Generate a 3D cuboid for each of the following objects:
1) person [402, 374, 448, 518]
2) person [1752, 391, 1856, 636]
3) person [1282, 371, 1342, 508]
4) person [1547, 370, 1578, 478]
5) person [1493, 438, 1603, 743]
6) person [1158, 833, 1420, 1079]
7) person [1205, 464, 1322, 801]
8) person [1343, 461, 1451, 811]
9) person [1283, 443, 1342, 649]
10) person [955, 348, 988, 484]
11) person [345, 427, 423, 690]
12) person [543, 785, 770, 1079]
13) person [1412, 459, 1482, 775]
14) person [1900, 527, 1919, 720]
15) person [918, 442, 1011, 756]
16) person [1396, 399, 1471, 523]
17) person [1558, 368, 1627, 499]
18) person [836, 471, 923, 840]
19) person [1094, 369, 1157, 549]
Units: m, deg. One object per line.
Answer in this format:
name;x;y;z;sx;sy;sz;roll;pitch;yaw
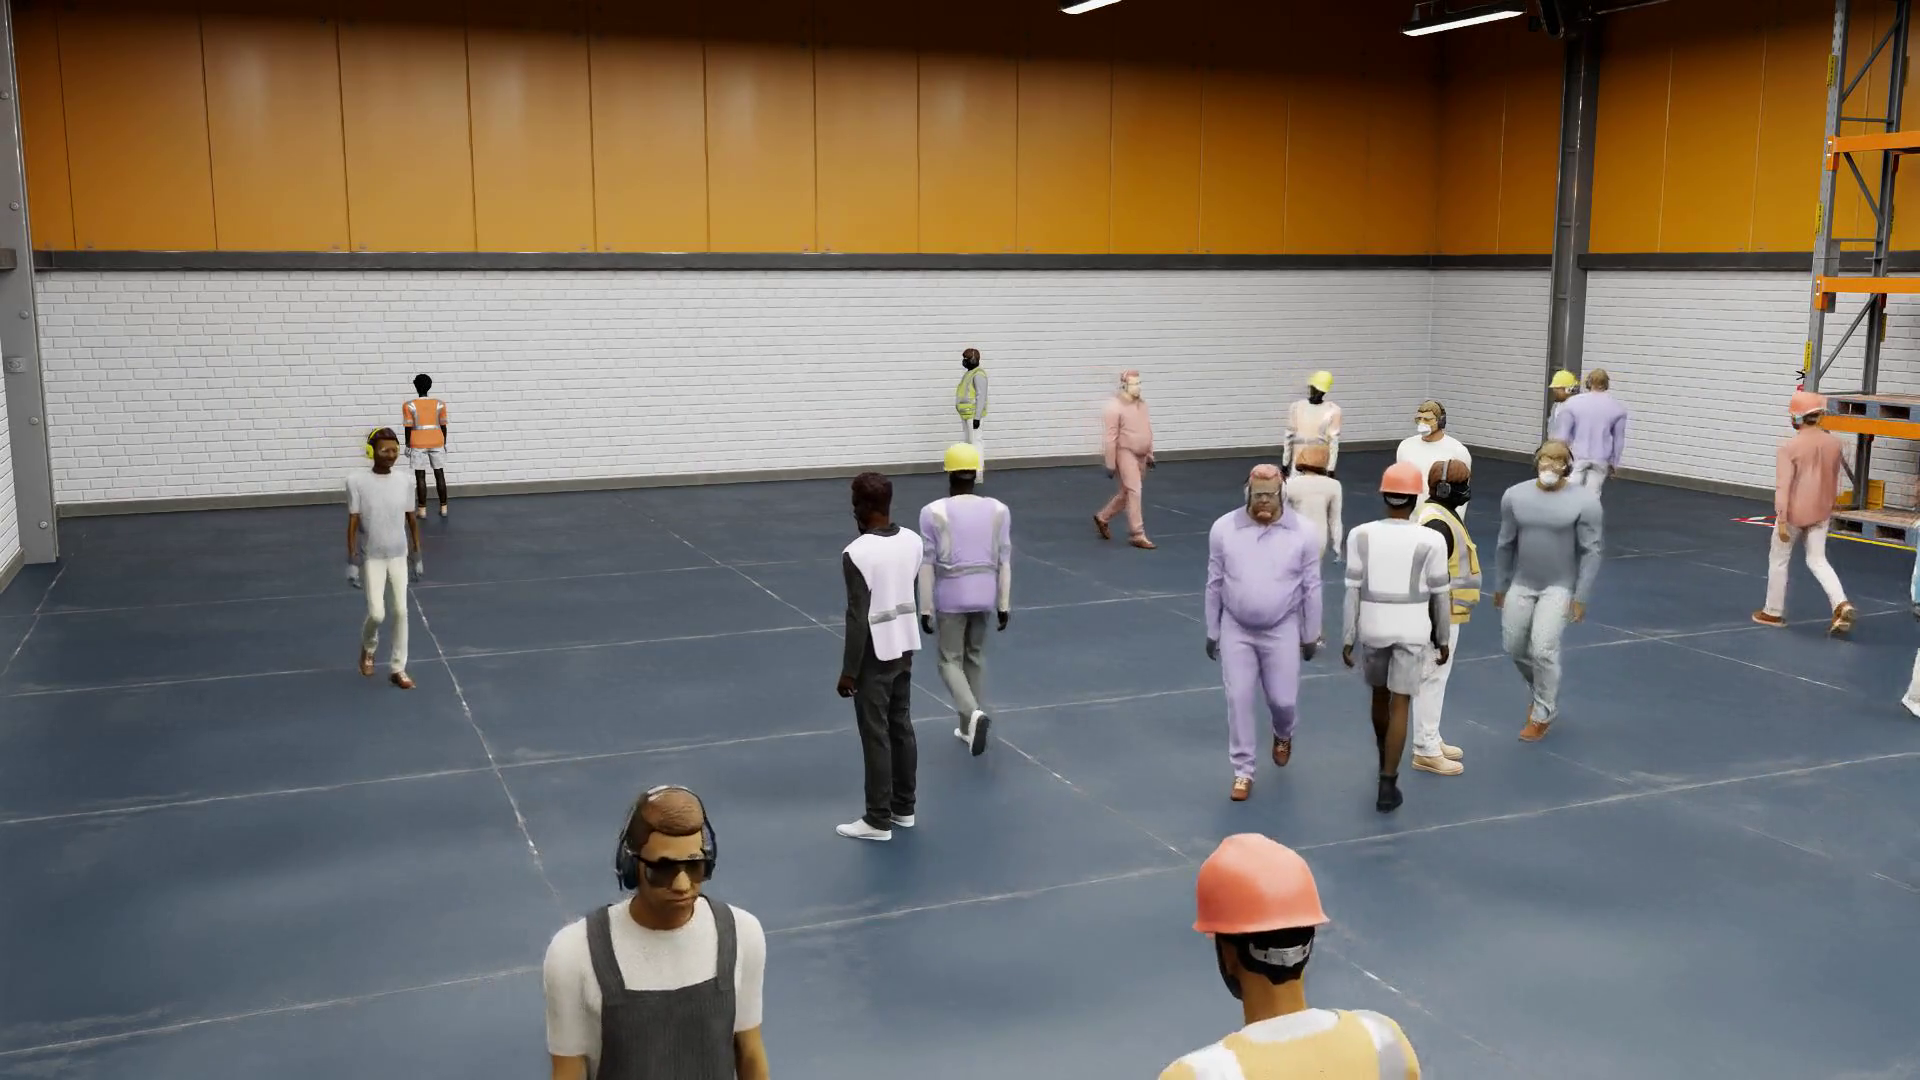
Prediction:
person;-6.285;-1.106;19.579;0.536;1.696;0.321;-6;11;-34
person;6.839;-0.216;13.389;0.616;1.966;0.857;-2;10;-10
person;3.646;-0.819;17.282;0.647;1.889;0.397;7;12;37
person;6.726;-0.976;18.449;0.477;1.810;0.632;-1;9;-9
person;3.703;0.299;10.437;0.614;1.917;0.652;-9;13;-44
person;0.619;1.515;3.100;0.564;1.902;0.613;-5;11;-27
person;1.706;0.487;9.378;0.643;1.882;0.657;3;10;16
person;2.459;0.496;9.319;0.560;1.881;0.966;5;11;29
person;2.697;0.036;13.032;0.592;1.575;0.872;-1;9;-7
person;0.155;-1.693;22.705;0.429;1.843;0.630;-3;10;-17
person;-4.049;0.124;11.669;0.541;1.851;0.482;-8;12;-38
person;-0.676;1.435;3.768;0.540;1.842;0.494;-4;10;-24
person;2.840;0.437;9.793;0.429;1.842;0.634;3;10;17
person;6.343;0.391;10.744;0.516;1.626;0.374;-9;13;-43
person;0.051;0.368;10.040;0.590;1.907;0.714;-4;10;-21
person;3.611;-0.118;12.865;0.632;1.940;0.372;9;13;44
person;6.501;-0.812;17.158;0.667;1.911;0.509;2;10;12
person;-0.410;0.597;8.605;0.392;1.917;0.592;6;11;31
person;1.749;-0.875;17.616;0.851;1.882;0.632;7;12;38
